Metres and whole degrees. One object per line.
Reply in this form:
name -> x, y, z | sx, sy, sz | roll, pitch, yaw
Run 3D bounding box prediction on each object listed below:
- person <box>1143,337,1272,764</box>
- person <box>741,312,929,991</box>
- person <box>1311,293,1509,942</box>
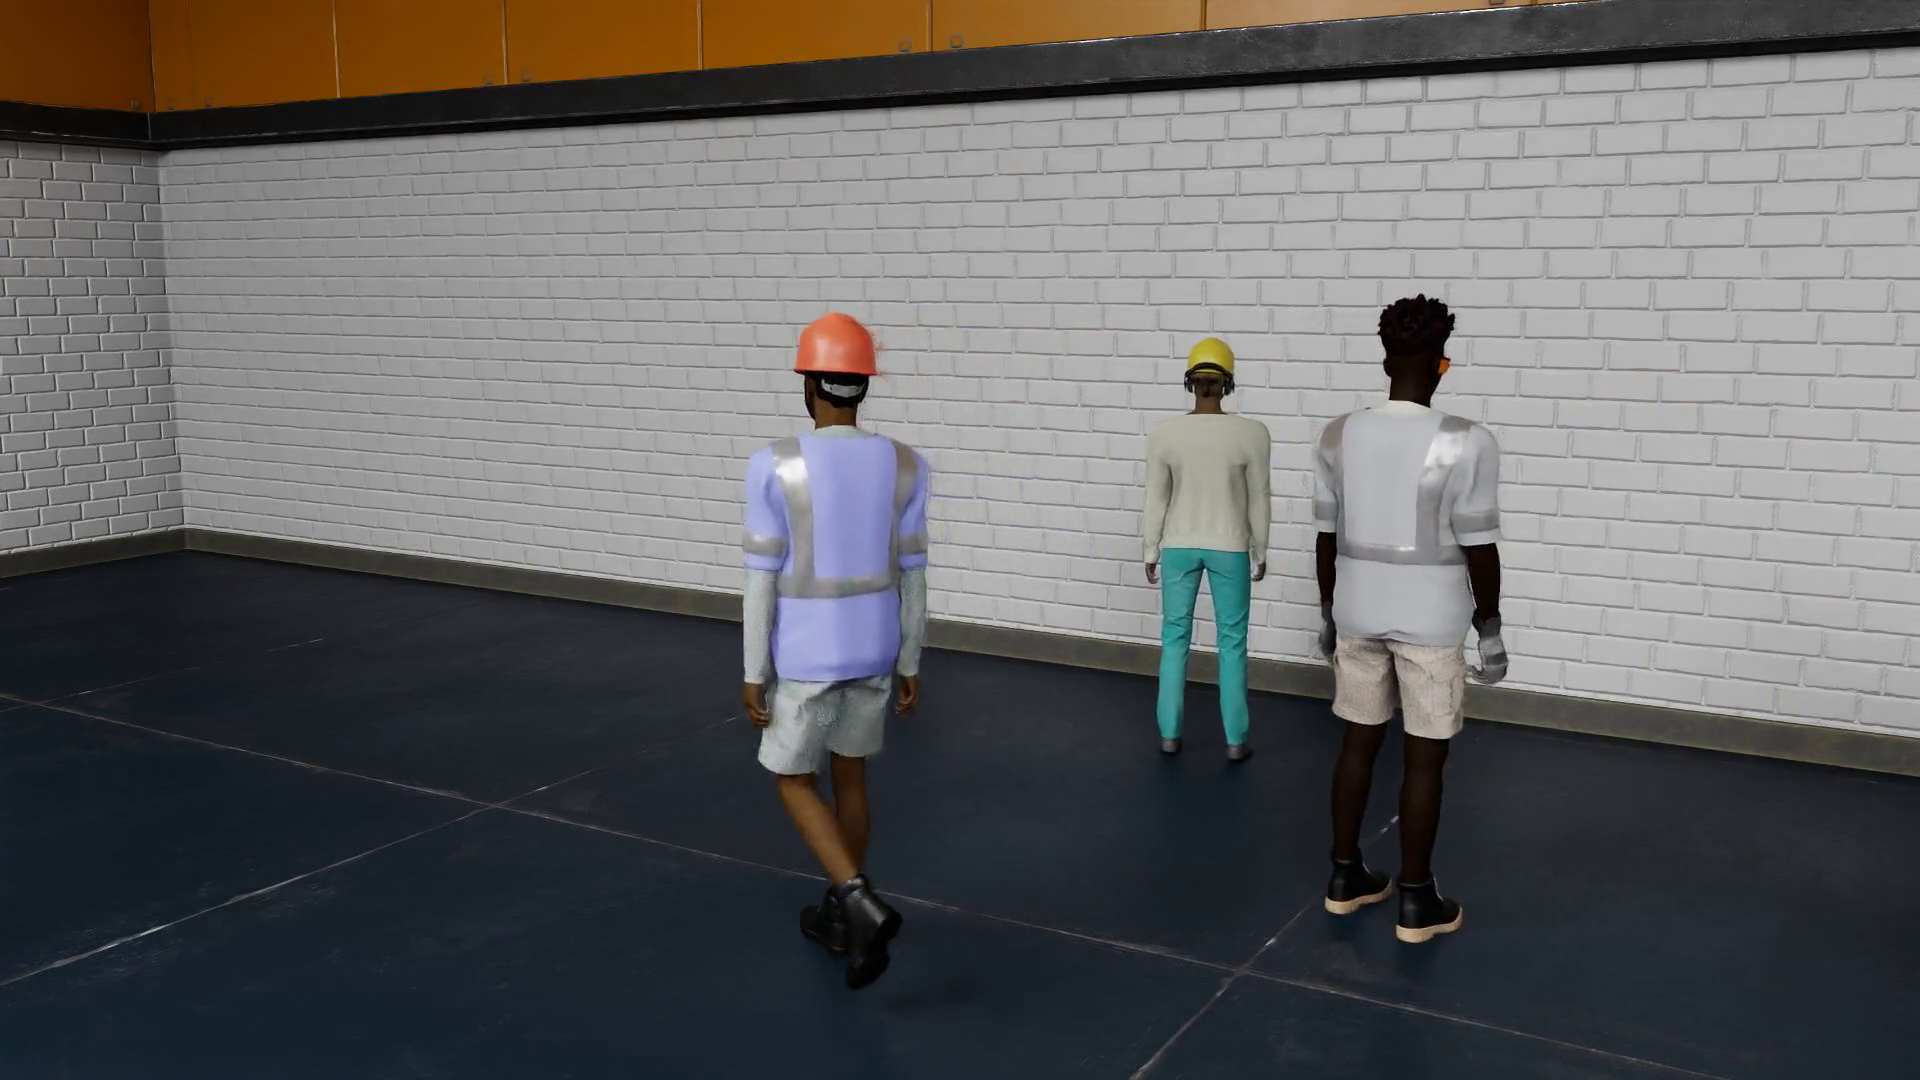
person -> 1.023, 0.044, 6.929 | 0.525, 1.763, 0.327 | 3, 10, 18
person -> -0.327, 0.322, 4.699 | 0.554, 1.916, 0.696 | -5, 10, -27
person -> 1.362, 0.238, 5.082 | 0.407, 1.964, 0.609 | -9, 13, -44
